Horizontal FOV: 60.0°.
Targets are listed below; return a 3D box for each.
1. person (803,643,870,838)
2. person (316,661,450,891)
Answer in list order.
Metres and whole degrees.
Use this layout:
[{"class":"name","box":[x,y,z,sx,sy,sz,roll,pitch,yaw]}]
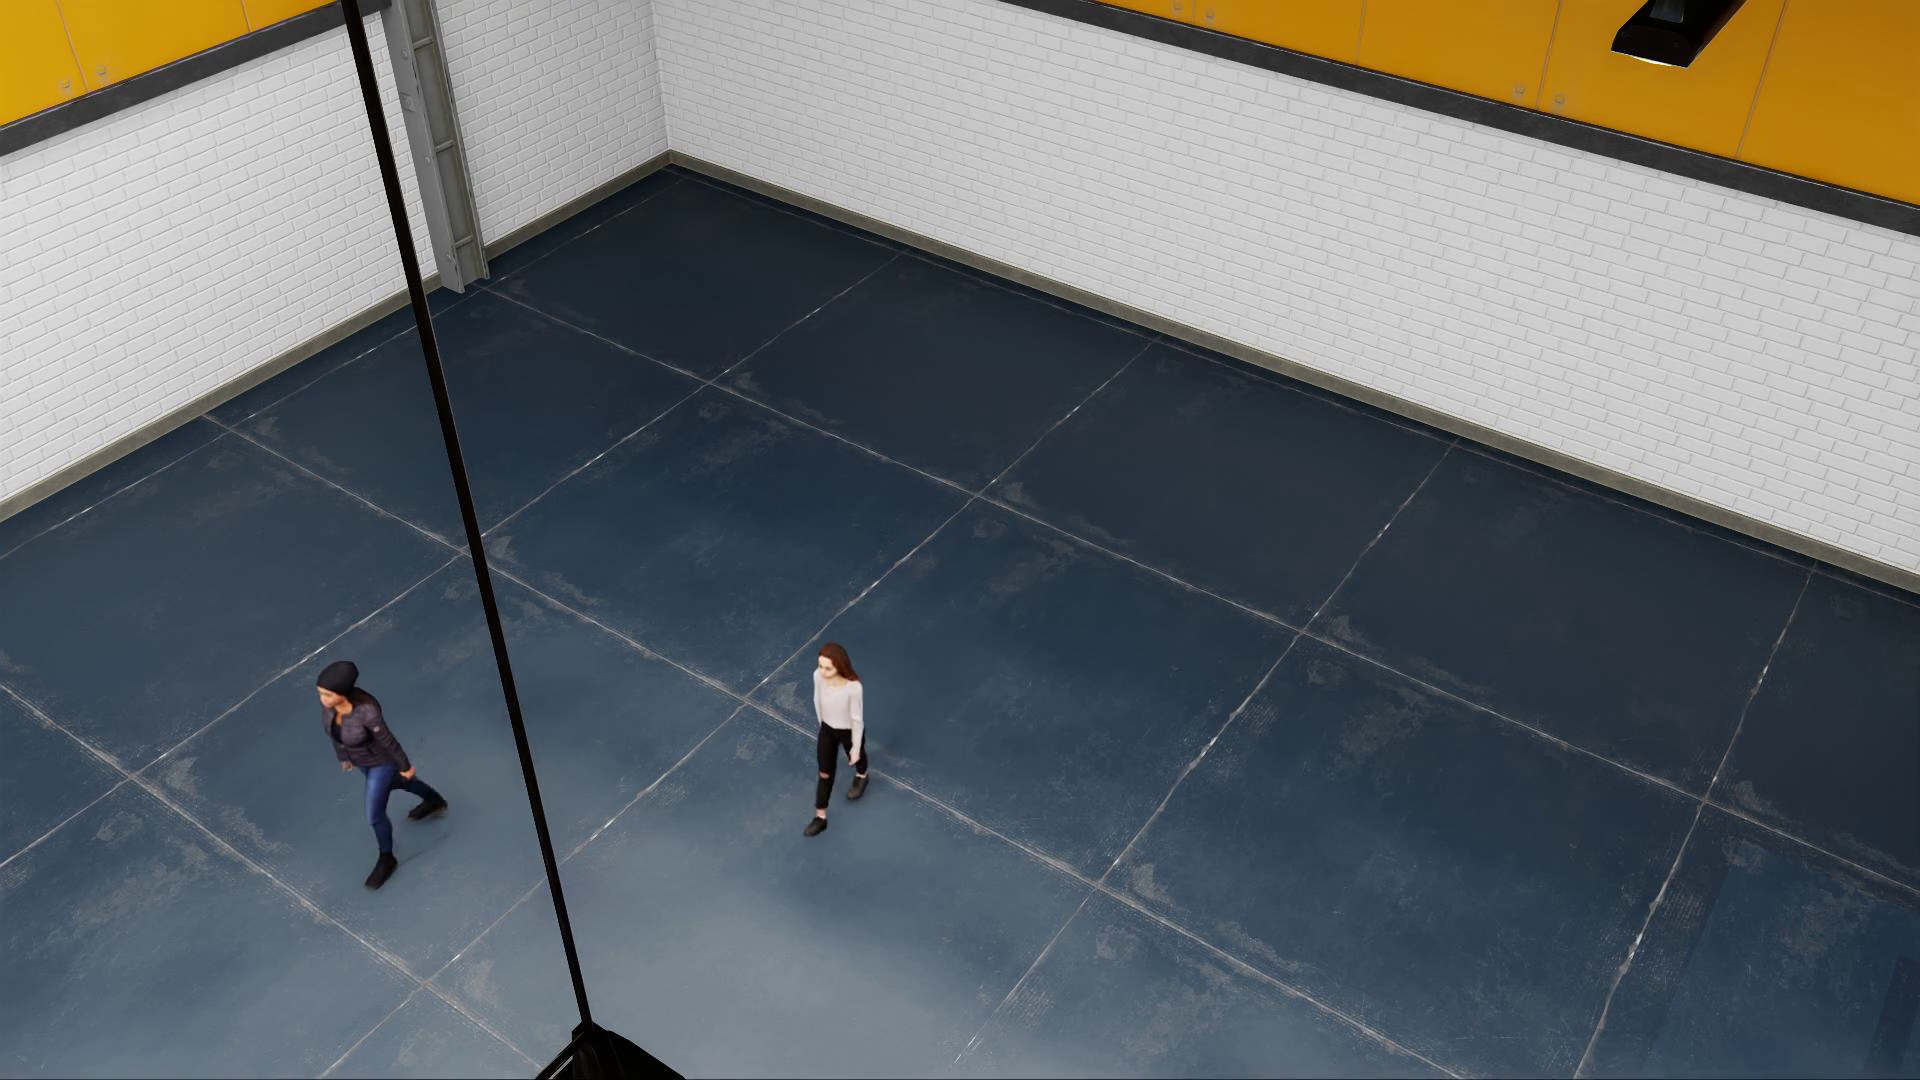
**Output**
[{"class":"person","box":[-0.729,1.203,10.846,0.686,1.445,1.002,14,41,17]},{"class":"person","box":[-3.616,1.356,10.451,0.656,1.699,1.013,22,44,25]}]
